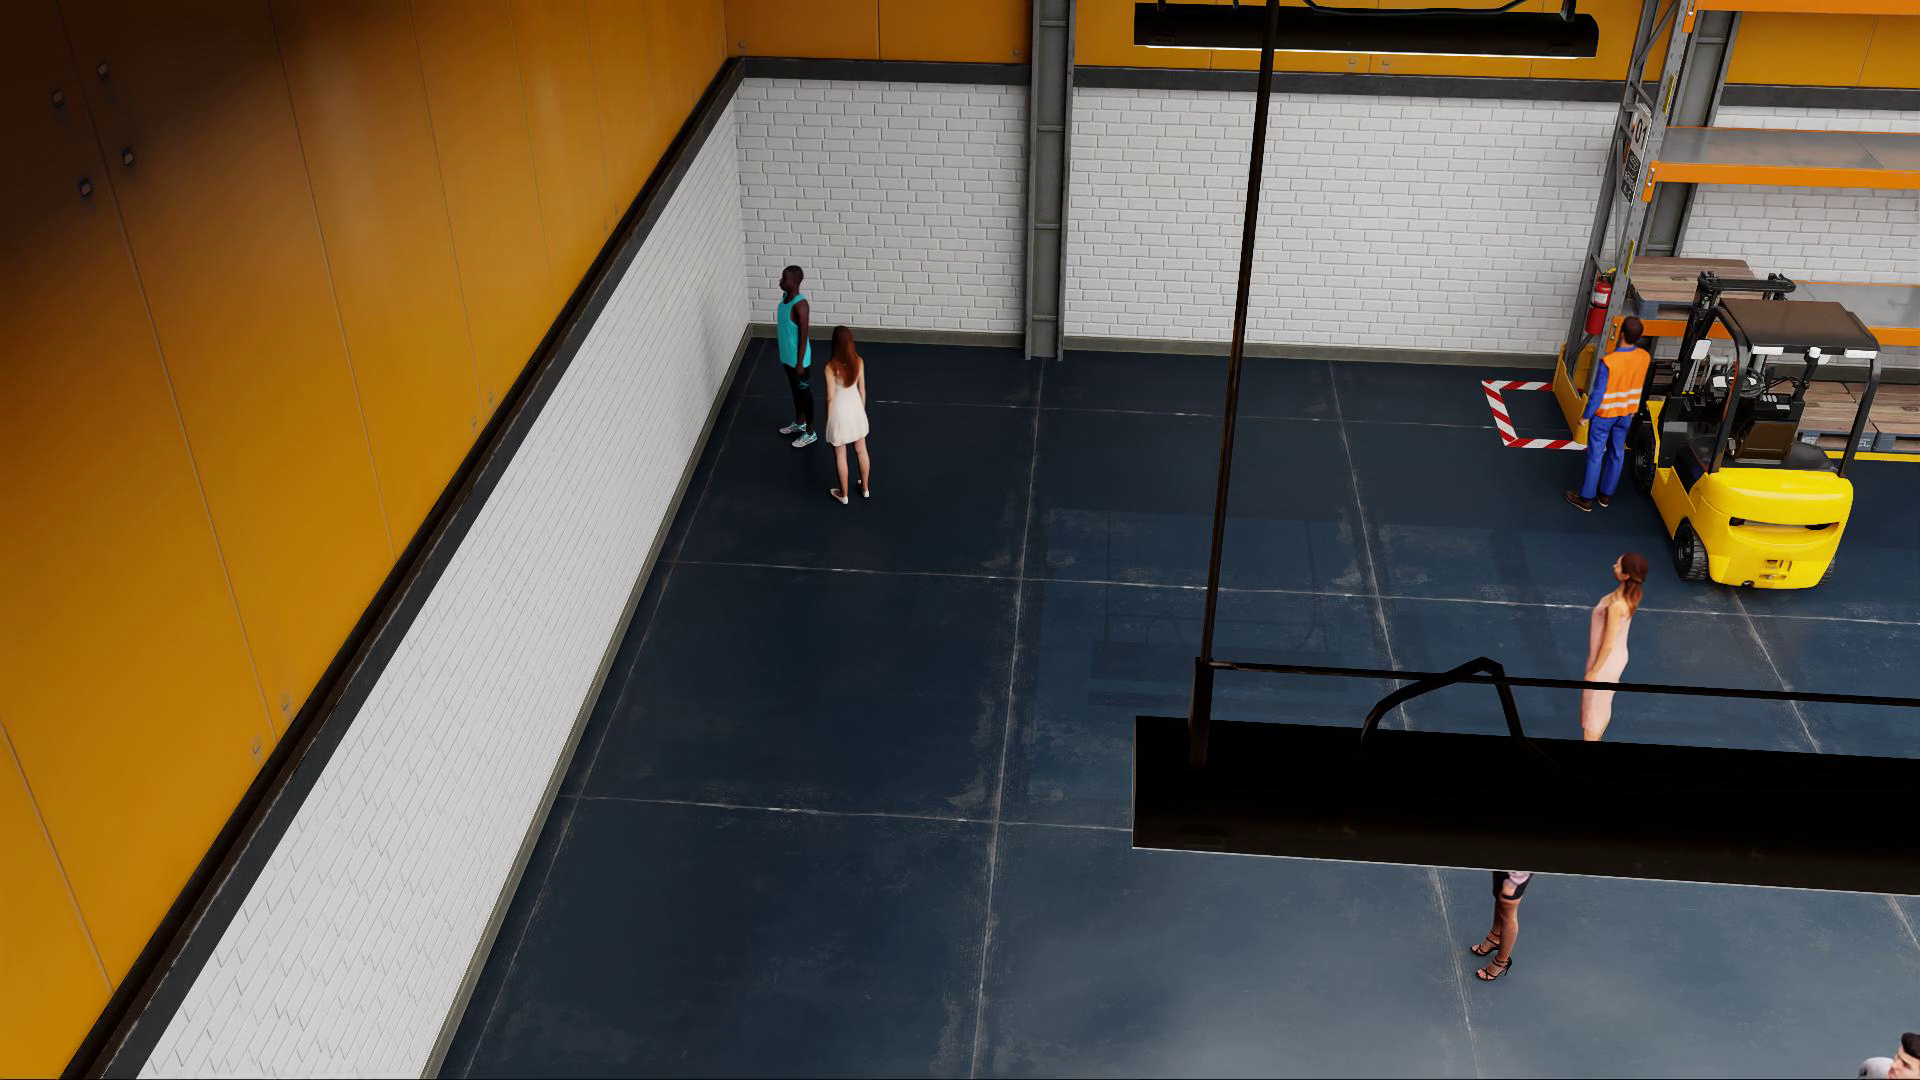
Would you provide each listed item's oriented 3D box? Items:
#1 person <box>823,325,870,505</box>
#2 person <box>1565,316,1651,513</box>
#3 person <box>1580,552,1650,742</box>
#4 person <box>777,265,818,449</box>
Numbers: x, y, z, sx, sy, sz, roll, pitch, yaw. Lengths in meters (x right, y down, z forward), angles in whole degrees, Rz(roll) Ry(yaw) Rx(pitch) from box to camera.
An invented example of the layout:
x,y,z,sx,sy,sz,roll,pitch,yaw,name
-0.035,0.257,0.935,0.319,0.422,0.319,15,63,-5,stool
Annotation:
x,y,z,sx,sy,sz,roll,pitch,yaw,name
-1.017,-1.122,14.815,0.620,1.710,0.707,-17,37,-24,person
5.744,-1.119,14.671,0.690,1.863,0.833,-10,35,-15,person
4.557,0.863,11.718,0.680,1.831,0.672,23,40,30,person
-1.535,-1.748,15.665,0.684,1.811,0.682,-15,36,-21,person
